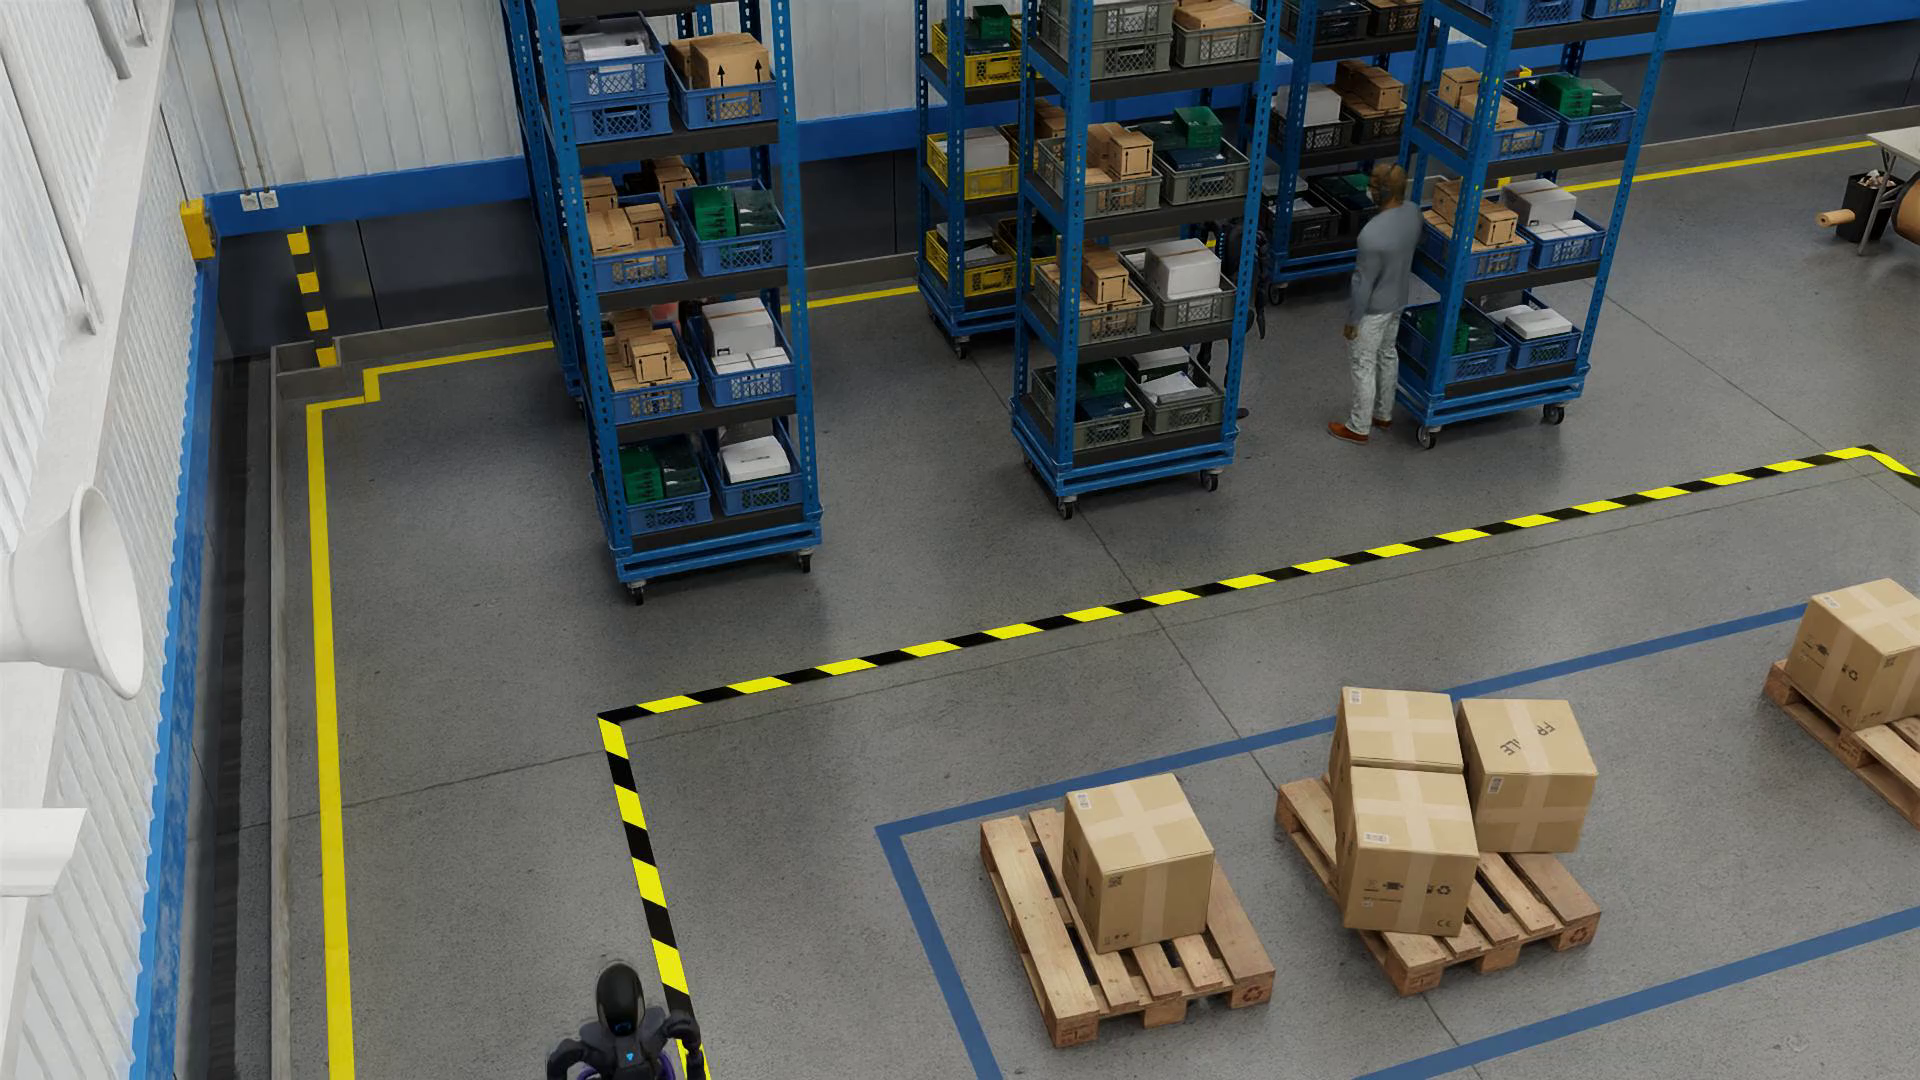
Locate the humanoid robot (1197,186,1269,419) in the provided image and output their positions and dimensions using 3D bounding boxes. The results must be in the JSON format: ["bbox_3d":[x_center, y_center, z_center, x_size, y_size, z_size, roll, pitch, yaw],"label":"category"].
[{"bbox_3d":[1.767,-1.586,11.072,0.599,1.653,0.315,26,43,32],"label":"humanoid robot"}]

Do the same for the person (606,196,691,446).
[{"bbox_3d":[-1.985,-1.229,10.355,0.570,1.937,0.603,15,38,20],"label":"person"}]

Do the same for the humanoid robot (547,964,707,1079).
[{"bbox_3d":[-1.179,2.063,5.914,0.605,1.646,0.374,-13,37,-18],"label":"humanoid robot"}]

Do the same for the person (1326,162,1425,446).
[{"bbox_3d":[2.699,-1.518,10.772,0.359,1.932,0.627,29,45,35],"label":"person"}]
